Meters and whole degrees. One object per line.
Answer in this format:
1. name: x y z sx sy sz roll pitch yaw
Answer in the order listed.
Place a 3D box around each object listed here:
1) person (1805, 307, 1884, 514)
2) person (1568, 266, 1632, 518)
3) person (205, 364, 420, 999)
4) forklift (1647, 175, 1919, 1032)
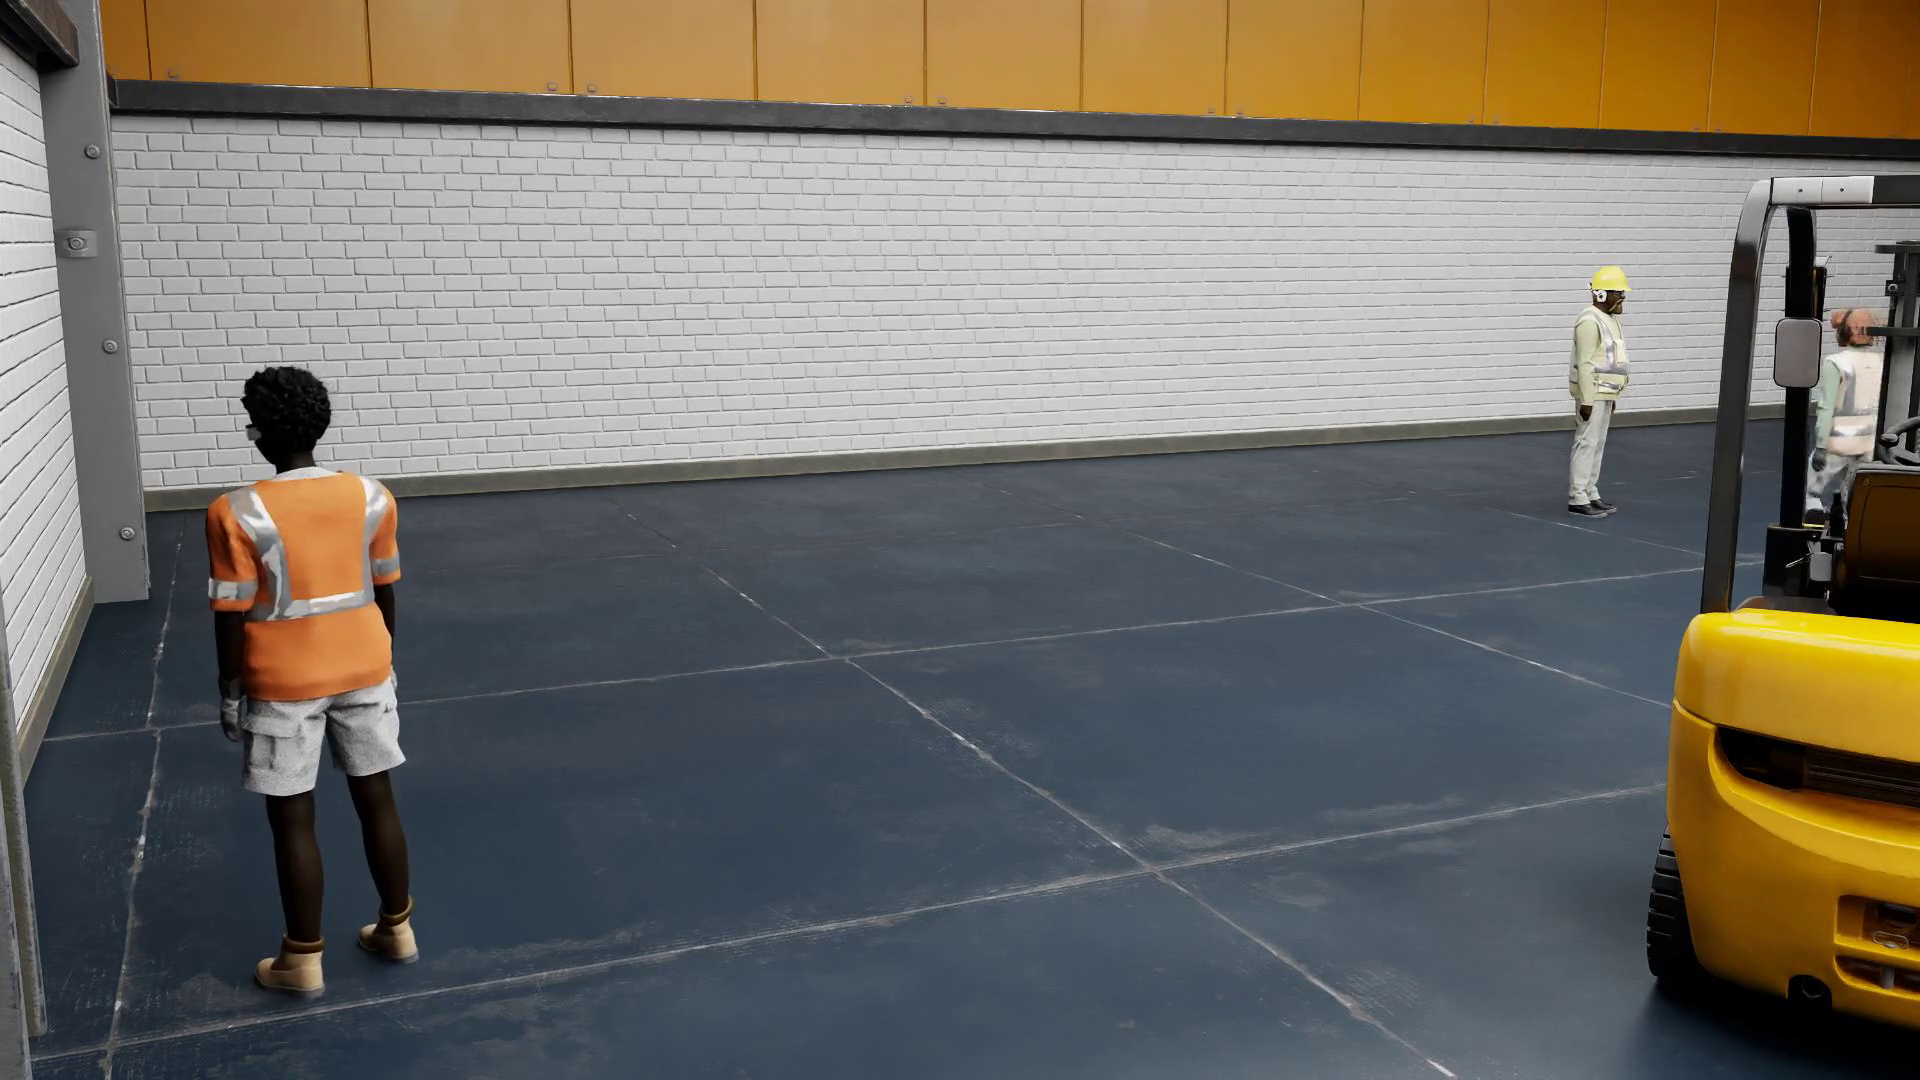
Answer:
1. person: 5.117 -0.530 9.664 0.548 1.622 0.404 -5 11 -24
2. person: 4.654 -1.074 12.125 0.403 1.827 0.589 7 12 34
3. person: -1.741 0.382 4.485 0.319 1.689 0.538 9 14 40
4. forklift: 2.810 0.094 4.662 1.214 2.155 2.313 7 12 34
